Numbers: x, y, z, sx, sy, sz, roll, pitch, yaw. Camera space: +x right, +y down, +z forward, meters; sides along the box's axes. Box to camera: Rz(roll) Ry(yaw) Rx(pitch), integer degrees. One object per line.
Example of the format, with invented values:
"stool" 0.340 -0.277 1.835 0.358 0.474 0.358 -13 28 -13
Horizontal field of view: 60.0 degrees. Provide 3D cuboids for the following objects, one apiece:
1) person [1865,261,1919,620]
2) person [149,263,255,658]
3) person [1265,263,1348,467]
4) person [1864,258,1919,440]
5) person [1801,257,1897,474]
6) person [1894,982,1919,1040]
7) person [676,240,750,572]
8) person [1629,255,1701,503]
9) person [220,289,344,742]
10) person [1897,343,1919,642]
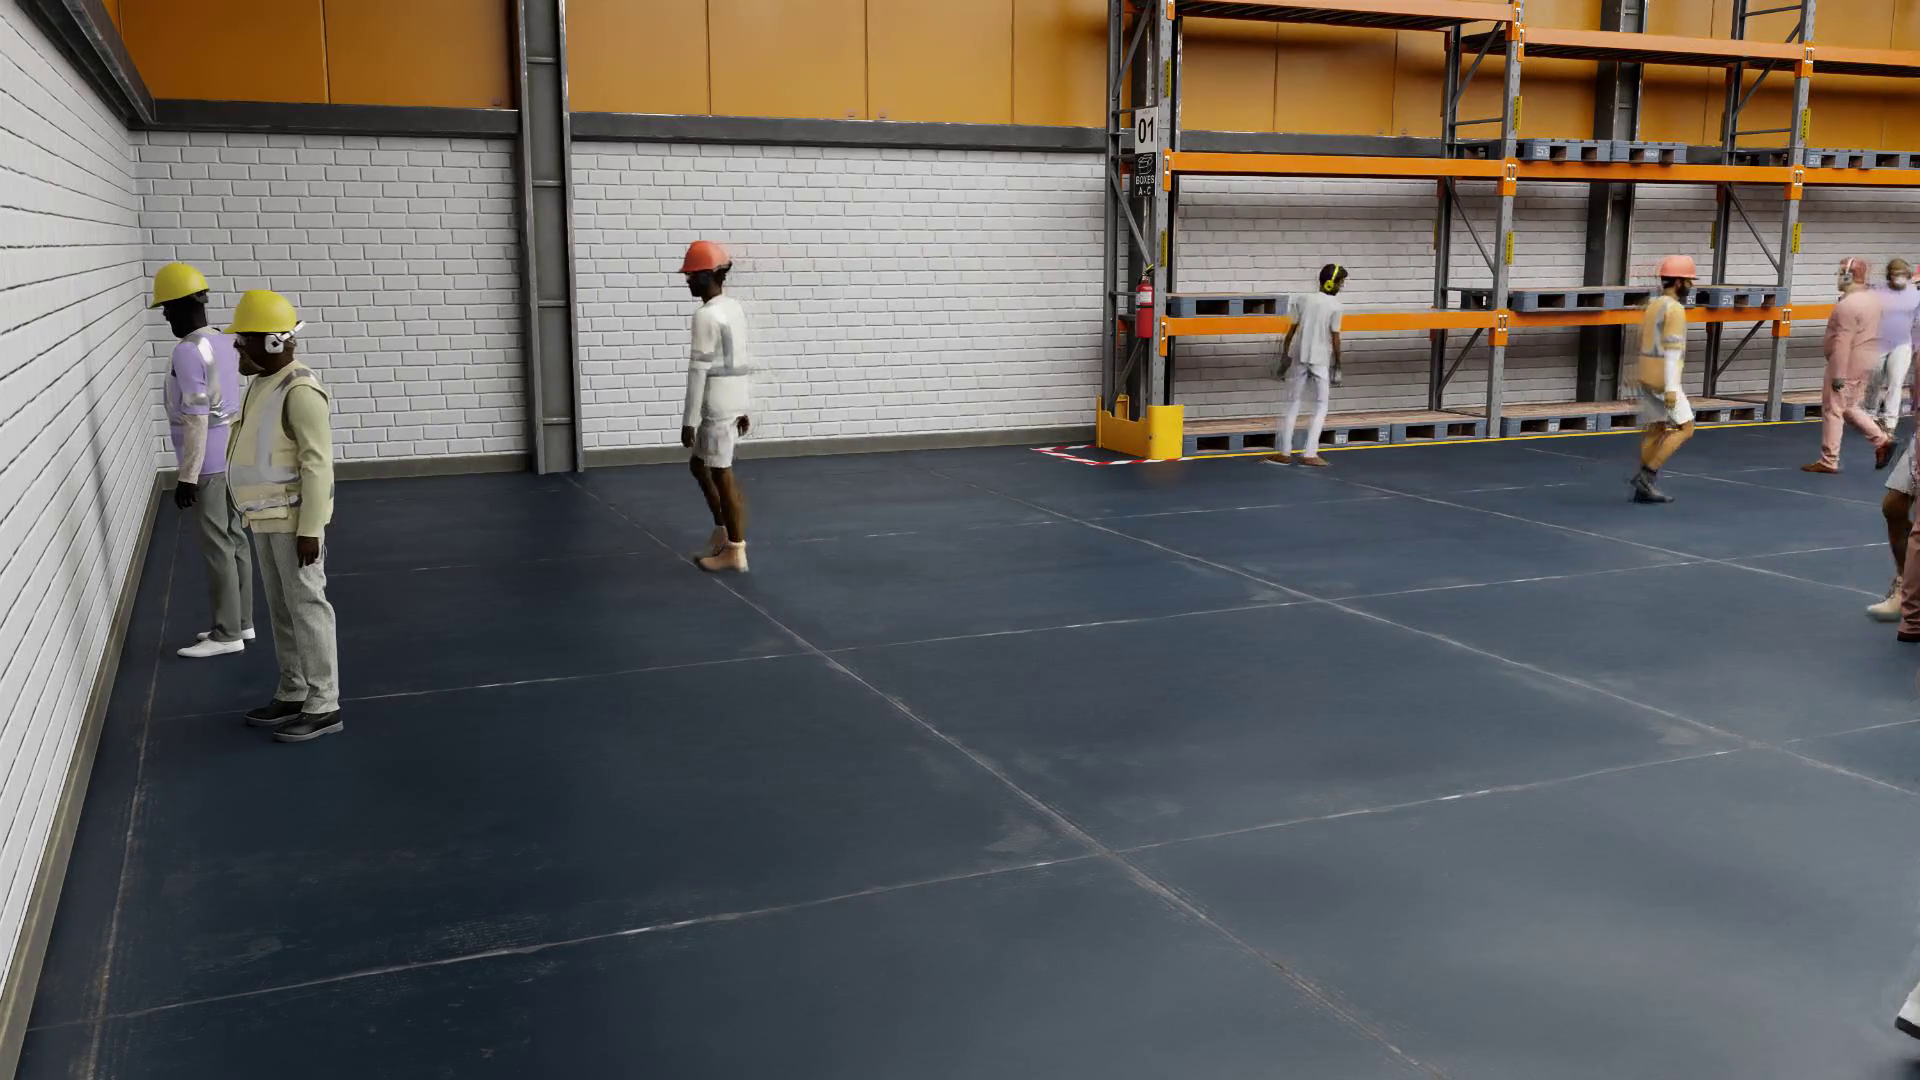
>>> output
"person" 5.081 -0.524 8.649 0.662 2.017 0.641 -2 10 -11
"person" -3.702 -0.382 8.135 0.380 1.917 0.586 -1 10 -6
"person" 3.121 -1.574 15.030 0.704 1.828 0.394 9 13 40
"person" 9.671 -1.992 17.307 0.627 1.872 1.050 4 11 19
"person" 7.739 -1.493 14.396 0.666 1.889 0.628 -9 13 -40
"person" 2.804 0.392 3.997 1.010 1.875 0.635 -3 11 -16
"person" -1.542 -0.798 10.145 0.560 2.025 0.646 2 10 11
"person" 5.429 -1.219 12.781 0.414 1.919 0.575 1 10 3
"person" -2.768 -0.099 6.790 0.404 1.830 0.600 -9 13 -40
"person" 4.904 -0.380 8.152 0.409 1.907 0.651 2 10 10
